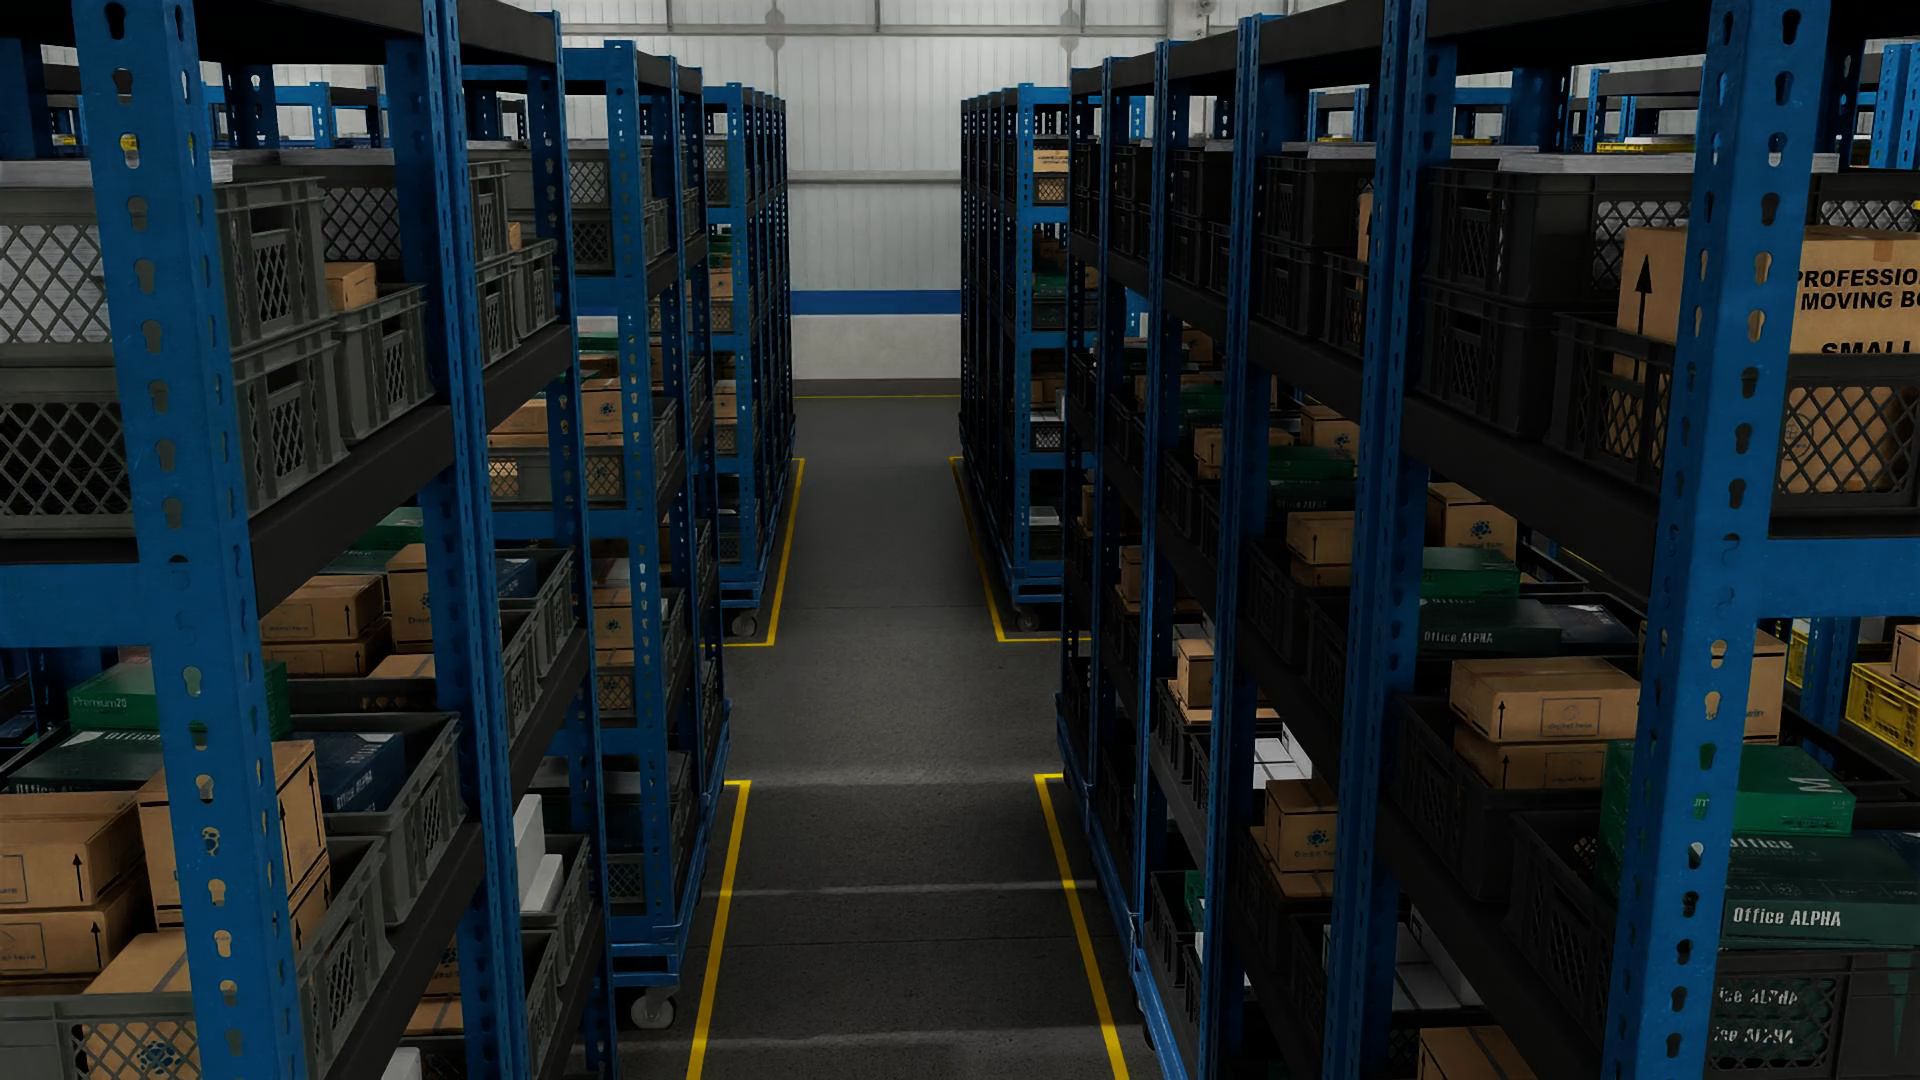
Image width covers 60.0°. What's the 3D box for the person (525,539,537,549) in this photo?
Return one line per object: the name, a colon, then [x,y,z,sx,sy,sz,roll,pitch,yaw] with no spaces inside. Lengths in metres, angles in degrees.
person: [-2.641,-0.209,10.484,0.381,1.994,0.619,-1,14,-4]
